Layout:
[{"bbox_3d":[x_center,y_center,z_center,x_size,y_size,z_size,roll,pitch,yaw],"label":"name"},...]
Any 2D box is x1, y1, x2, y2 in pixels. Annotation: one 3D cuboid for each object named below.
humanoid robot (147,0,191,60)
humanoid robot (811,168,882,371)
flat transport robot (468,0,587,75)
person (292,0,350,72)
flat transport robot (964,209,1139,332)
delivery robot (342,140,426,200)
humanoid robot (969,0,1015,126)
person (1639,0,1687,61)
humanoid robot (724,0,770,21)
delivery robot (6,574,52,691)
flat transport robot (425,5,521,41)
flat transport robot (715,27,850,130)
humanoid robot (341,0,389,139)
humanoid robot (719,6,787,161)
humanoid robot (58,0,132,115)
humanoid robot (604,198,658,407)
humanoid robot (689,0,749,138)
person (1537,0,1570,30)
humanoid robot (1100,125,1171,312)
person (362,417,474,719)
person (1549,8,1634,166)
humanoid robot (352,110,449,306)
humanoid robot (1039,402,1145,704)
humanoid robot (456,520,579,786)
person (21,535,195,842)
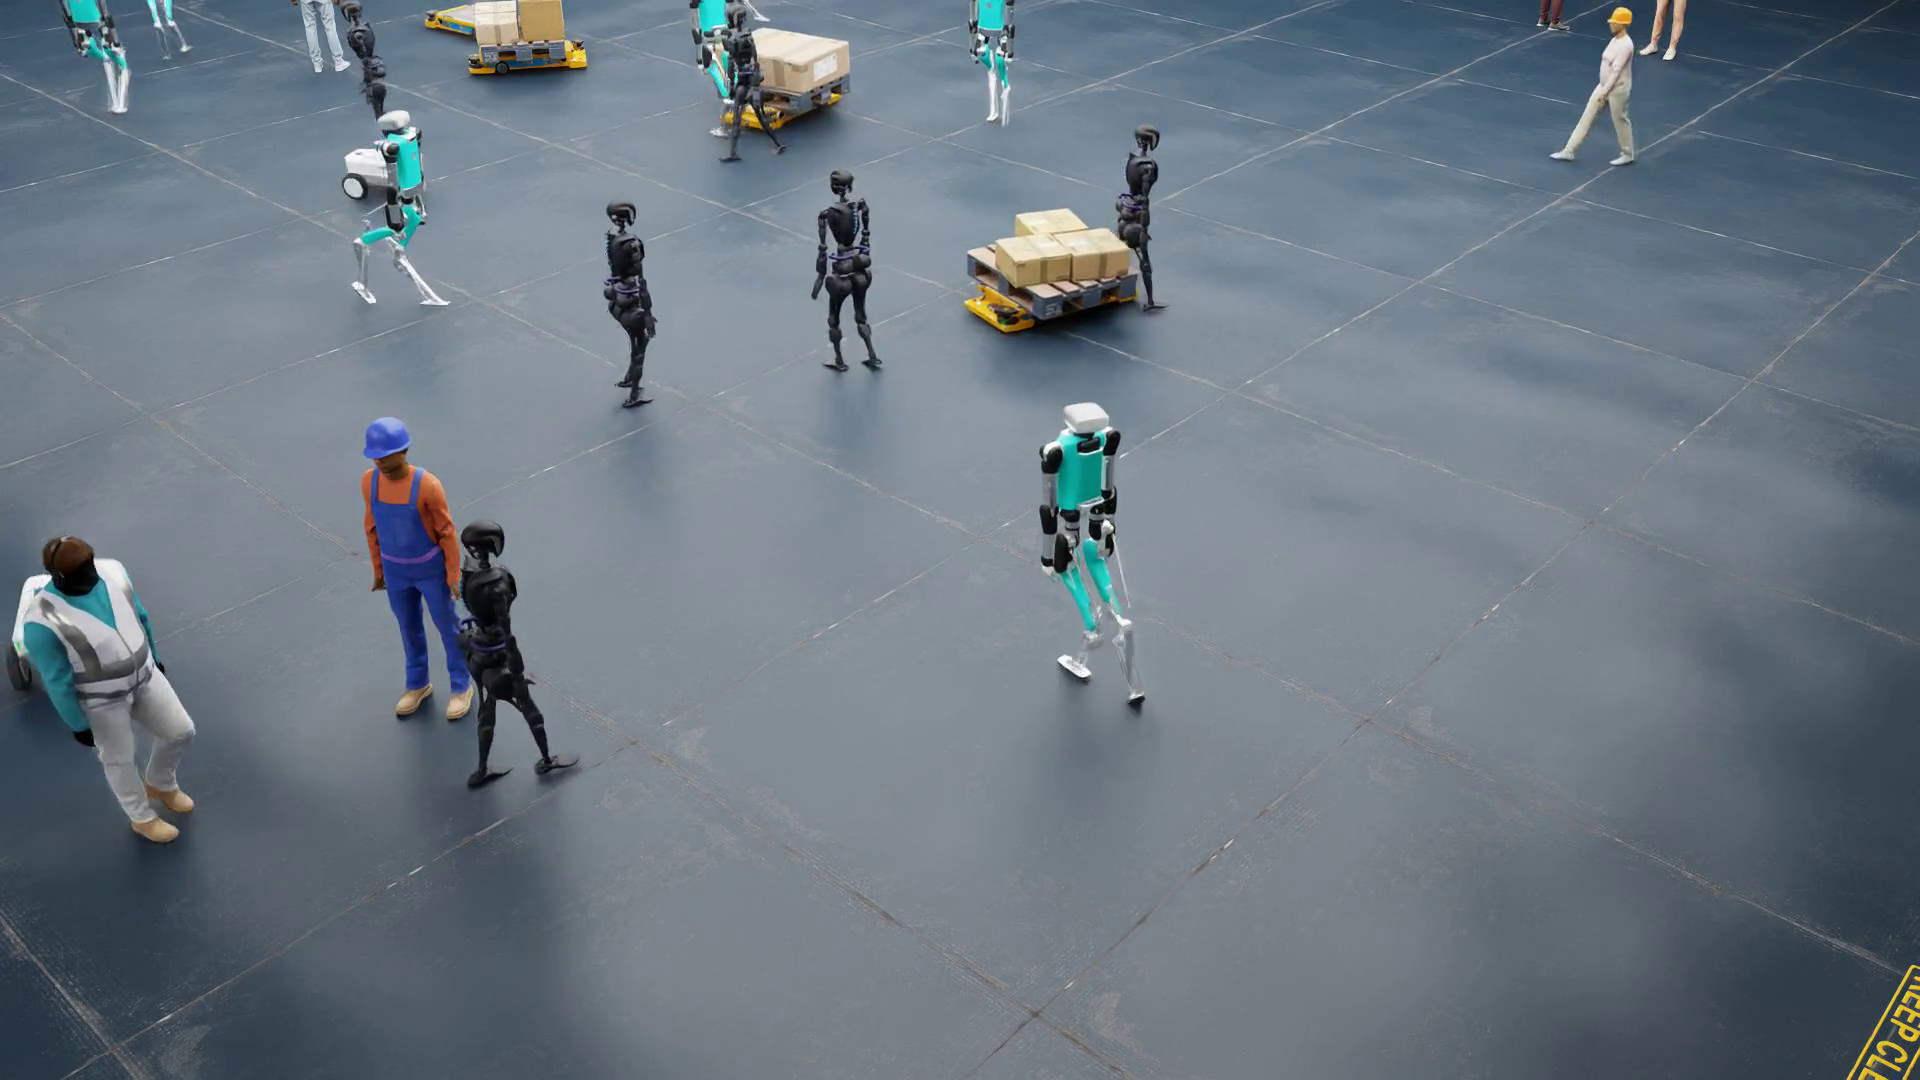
[{"bbox_3d":[-10.121,-6.938,20.955,0.540,1.816,0.697,-12,34,-18],"label":"humanoid robot"},{"bbox_3d":[-0.883,-2.126,13.271,0.439,1.656,0.603,27,41,36],"label":"humanoid robot"},{"bbox_3d":[-5.462,-6.117,21.003,1.431,0.231,0.659,-7,33,-11],"label":"flat transport robot"},{"bbox_3d":[-7.941,-6.726,20.422,0.590,1.917,0.380,-3,32,-5],"label":"person"},{"bbox_3d":[0.812,-2.163,14.637,1.431,0.231,0.659,-19,36,-27],"label":"flat transport robot"},{"bbox_3d":[-5.891,-3.761,16.957,0.807,0.613,0.499,7,33,11],"label":"delivery robot"},{"bbox_3d":[0.422,-5.498,18.700,0.539,1.871,0.722,11,34,17],"label":"humanoid robot"},{"bbox_3d":[9.000,-7.002,20.907,0.363,1.872,0.527,-26,40,-36],"label":"person"},{"bbox_3d":[-3.115,-7.922,22.575,1.018,1.775,0.531,8,33,13],"label":"humanoid robot"},{"bbox_3d":[-5.476,0.510,10.055,0.499,0.589,0.791,-11,33,-17],"label":"delivery robot"},{"bbox_3d":[-6.471,-6.942,22.333,1.431,0.231,0.659,21,38,30],"label":"flat transport robot"},{"bbox_3d":[-2.053,-5.084,19.341,0.659,0.231,1.431,17,36,26],"label":"flat transport robot"},{"bbox_3d":[-6.263,-4.971,17.830,0.433,1.647,0.621,-10,33,-16],"label":"humanoid robot"},{"bbox_3d":[-2.250,-4.855,17.695,0.780,1.631,0.583,-25,40,-34],"label":"humanoid robot"},{"bbox_3d":[-9.766,-5.736,18.959,0.532,1.727,0.792,0,32,0],"label":"humanoid robot"},{"bbox_3d":[-2.527,-1.819,12.749,0.357,1.643,0.588,-21,38,-30],"label":"humanoid robot"},{"bbox_3d":[-2.573,-5.273,18.217,0.531,1.753,0.698,-21,37,-30],"label":"humanoid robot"},{"bbox_3d":[8.022,-7.741,22.151,0.370,1.816,0.537,-10,33,-16],"label":"person"},{"bbox_3d":[1.531,-2.767,14.294,0.617,1.639,0.585,-4,32,-7],"label":"humanoid robot"},{"bbox_3d":[-3.052,0.160,9.343,0.522,1.910,0.368,6,32,9],"label":"person"},{"bbox_3d":[6.836,-4.751,17.491,0.871,1.645,0.465,-3,32,-5],"label":"person"},{"bbox_3d":[-5.035,-2.844,14.363,0.978,1.770,0.532,6,32,10],"label":"humanoid robot"},{"bbox_3d":[0.845,0.180,9.543,0.558,1.849,0.857,-21,37,-30],"label":"humanoid robot"},{"bbox_3d":[-2.455,0.592,8.876,0.562,1.646,0.601,-21,37,-30],"label":"humanoid robot"},{"bbox_3d":[-4.281,0.764,8.446,0.476,1.828,0.660,12,34,18],"label":"person"}]
